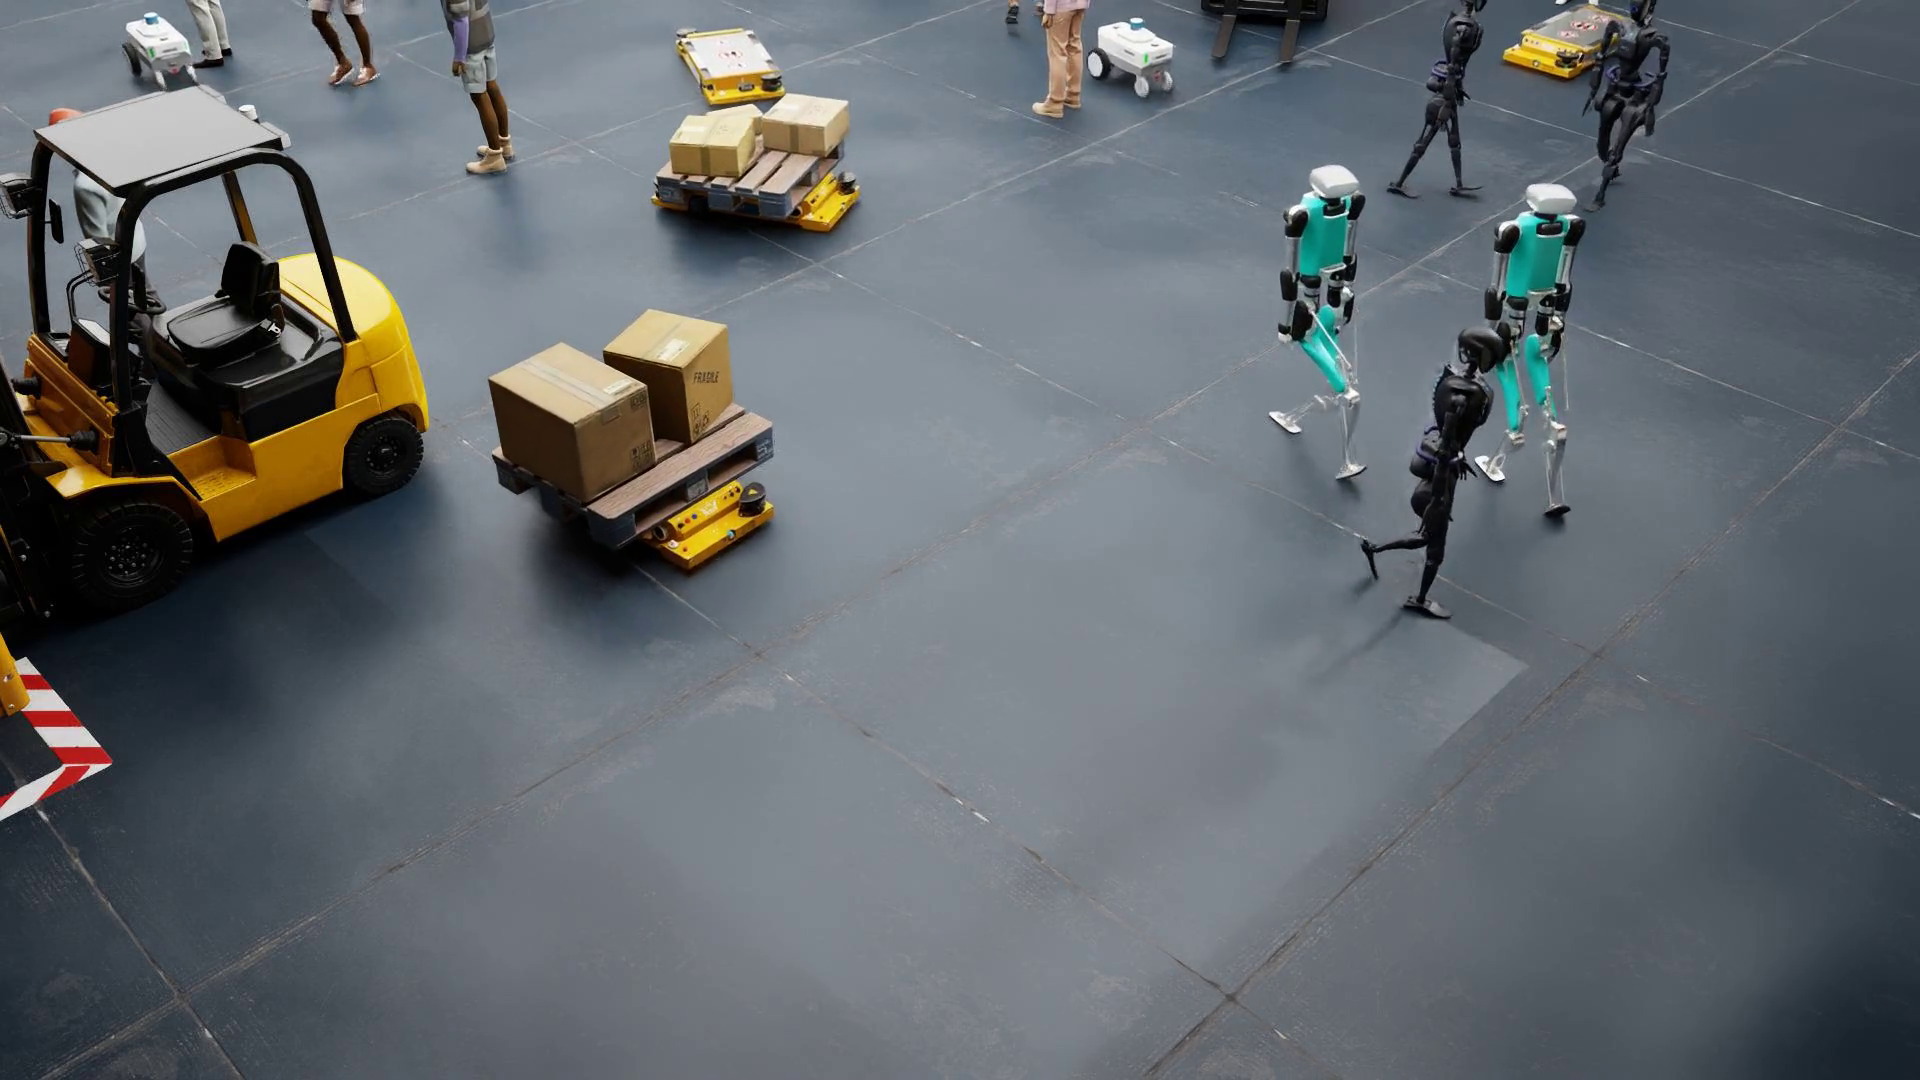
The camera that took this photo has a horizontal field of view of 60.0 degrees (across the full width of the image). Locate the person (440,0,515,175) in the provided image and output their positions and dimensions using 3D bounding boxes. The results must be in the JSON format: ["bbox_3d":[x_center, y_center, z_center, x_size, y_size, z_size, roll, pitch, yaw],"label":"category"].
[{"bbox_3d":[-3.711,-3.772,12.566,0.376,2.045,0.605,3,37,5],"label":"person"}]

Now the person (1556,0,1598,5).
[{"bbox_3d":[6.030,-5.851,15.681,0.514,1.640,0.308,21,42,25],"label":"person"}]

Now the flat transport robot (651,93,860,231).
[{"bbox_3d":[-1.539,-2.626,12.511,1.431,0.231,0.659,11,38,15],"label":"flat transport robot"}]

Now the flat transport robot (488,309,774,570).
[{"bbox_3d":[-1.797,-0.316,9.420,1.431,0.231,0.659,27,44,31],"label":"flat transport robot"}]

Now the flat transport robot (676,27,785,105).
[{"bbox_3d":[-2.030,-4.182,14.595,0.659,0.231,1.431,-12,38,-15],"label":"flat transport robot"}]

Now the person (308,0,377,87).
[{"bbox_3d":[-5.293,-4.737,14.020,0.533,1.837,0.560,13,39,17],"label":"person"}]

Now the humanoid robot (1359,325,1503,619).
[{"bbox_3d":[2.338,-0.354,8.295,0.492,1.636,0.614,16,40,20],"label":"humanoid robot"}]

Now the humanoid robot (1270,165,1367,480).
[{"bbox_3d":[2.172,-1.162,9.366,0.533,1.781,1.031,-21,41,-25],"label":"humanoid robot"}]

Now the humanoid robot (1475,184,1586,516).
[{"bbox_3d":[3.204,-0.940,9.089,0.563,1.837,0.902,-12,38,-15],"label":"humanoid robot"}]

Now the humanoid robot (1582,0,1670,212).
[{"bbox_3d":[4.918,-3.268,12.232,0.589,1.641,0.585,-30,46,-33],"label":"humanoid robot"}]

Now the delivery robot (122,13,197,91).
[{"bbox_3d":[-6.975,-4.291,14.494,0.499,0.585,0.784,-25,43,-29],"label":"delivery robot"}]

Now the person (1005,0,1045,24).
[{"bbox_3d":[0.730,-5.669,15.231,0.707,1.893,0.852,14,39,18],"label":"person"}]

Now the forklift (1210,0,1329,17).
[{"bbox_3d":[3.106,-6.400,15.960,1.214,2.155,2.313,8,37,10],"label":"forklift"}]

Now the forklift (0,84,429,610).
[{"bbox_3d":[-4.145,-1.093,8.856,2.313,2.155,1.214,-31,47,-34],"label":"forklift"}]

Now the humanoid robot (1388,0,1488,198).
[{"bbox_3d":[3.631,-3.302,12.254,0.682,1.629,0.589,14,39,18],"label":"humanoid robot"}]

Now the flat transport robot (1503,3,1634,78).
[{"bbox_3d":[5.592,-4.524,15.053,1.431,0.231,0.659,-30,46,-34],"label":"flat transport robot"}]

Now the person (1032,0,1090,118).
[{"bbox_3d":[0.874,-4.345,13.558,0.417,1.774,0.536,23,43,28],"label":"person"}]

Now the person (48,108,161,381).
[{"bbox_3d":[-5.185,-1.802,10.179,0.351,1.740,0.571,-4,37,-5],"label":"person"}]

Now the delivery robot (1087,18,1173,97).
[{"bbox_3d":[1.502,-4.221,14.383,0.499,0.564,0.737,-22,42,-27],"label":"delivery robot"}]

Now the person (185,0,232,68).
[{"bbox_3d":[-6.706,-5.018,14.450,0.383,1.784,0.535,-1,37,-1],"label":"person"}]
